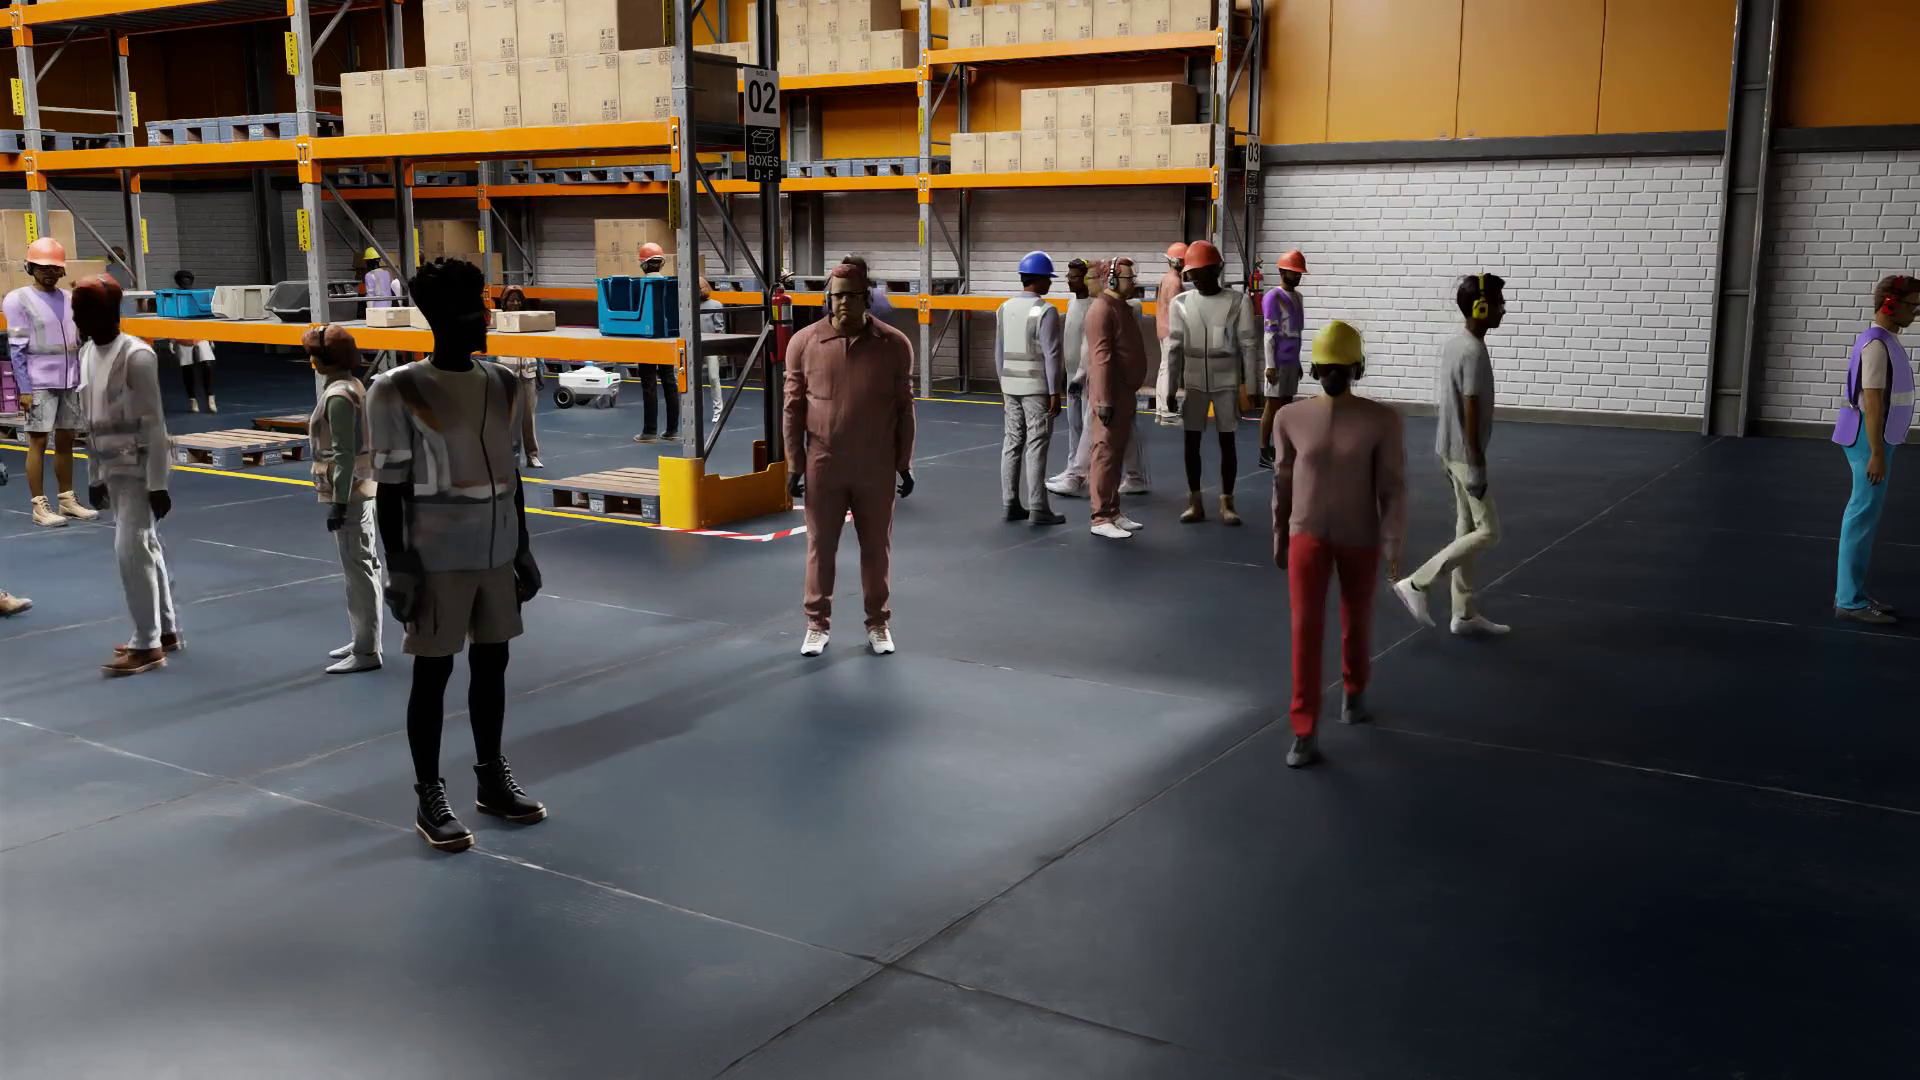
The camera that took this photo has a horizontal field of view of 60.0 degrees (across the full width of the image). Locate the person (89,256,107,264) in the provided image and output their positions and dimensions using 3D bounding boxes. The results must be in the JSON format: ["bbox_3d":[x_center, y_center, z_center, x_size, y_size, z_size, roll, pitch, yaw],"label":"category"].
[{"bbox_3d":[-13.539,-3.630,26.503,0.835,1.770,0.659,1,10,8],"label":"person"}]

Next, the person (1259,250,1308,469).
[{"bbox_3d":[2.899,-1.597,14.770,0.373,1.933,0.550,9,13,40],"label":"person"}]

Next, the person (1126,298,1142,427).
[{"bbox_3d":[1.597,-1.902,16.921,0.525,1.772,0.309,-3,11,-16],"label":"person"}]

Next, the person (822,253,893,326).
[{"bbox_3d":[-0.897,-1.347,13.442,0.655,1.910,0.859,-6,12,-31],"label":"person"}]

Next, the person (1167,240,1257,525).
[{"bbox_3d":[1.763,-1.093,11.774,0.641,2.023,0.474,4,11,23],"label":"person"}]

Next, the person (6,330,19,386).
[{"bbox_3d":[-13.042,-2.924,23.032,0.351,1.605,0.610,-1,10,-3],"label":"person"}]

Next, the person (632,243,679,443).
[{"bbox_3d":[-3.054,-1.966,16.653,0.381,1.994,0.622,10,14,43],"label":"person"}]

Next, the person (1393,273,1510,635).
[{"bbox_3d":[2.552,-0.414,8.434,0.509,1.857,0.538,1,10,6],"label":"person"}]

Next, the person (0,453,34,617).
[{"bbox_3d":[-5.446,-0.405,8.979,0.890,1.640,0.538,2,10,9],"label":"person"}]

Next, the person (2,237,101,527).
[{"bbox_3d":[-6.440,-1.118,11.836,0.395,2.039,0.606,3,11,18],"label":"person"}]

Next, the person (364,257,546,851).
[{"bbox_3d":[-1.683,0.039,5.616,0.361,1.965,0.613,7,12,34],"label":"person"}]

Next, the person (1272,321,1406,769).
[{"bbox_3d":[1.514,-0.024,6.673,0.533,1.720,0.915,3,11,18],"label":"person"}]

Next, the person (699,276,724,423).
[{"bbox_3d":[-2.870,-2.116,18.518,0.507,1.623,0.294,2,10,10],"label":"person"}]

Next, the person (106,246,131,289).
[{"bbox_3d":[-12.439,-3.386,24.674,0.635,1.937,0.352,-6,12,-31],"label":"person"}]

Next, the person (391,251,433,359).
[{"bbox_3d":[-6.202,-2.368,19.112,0.613,1.911,0.390,-3,11,-16],"label":"person"}]

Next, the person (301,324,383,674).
[{"bbox_3d":[-2.886,-0.195,7.828,0.312,1.638,0.512,-3,11,-14],"label":"person"}]

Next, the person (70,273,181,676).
[{"bbox_3d":[-3.935,-0.305,7.821,0.686,1.859,0.649,8,13,37],"label":"person"}]

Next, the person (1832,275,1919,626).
[{"bbox_3d":[4.866,-0.484,8.870,0.390,1.840,0.565,6,12,28],"label":"person"}]

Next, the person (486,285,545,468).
[{"bbox_3d":[-3.928,-1.431,14.695,0.513,1.634,0.312,-8,13,-36],"label":"person"}]

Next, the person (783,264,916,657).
[{"bbox_3d":[-0.533,-0.378,8.095,0.646,1.907,0.401,-1,10,-5],"label":"person"}]

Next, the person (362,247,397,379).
[{"bbox_3d":[-8.488,-3.300,24.267,0.402,1.919,0.588,2,11,13],"label":"person"}]

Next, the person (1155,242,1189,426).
[{"bbox_3d":[2.353,-2.256,18.259,0.397,1.992,0.621,-1,10,-3],"label":"person"}]

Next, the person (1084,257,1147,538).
[{"bbox_3d":[1.080,-0.978,11.425,0.409,1.908,0.641,3,11,19],"label":"person"}]

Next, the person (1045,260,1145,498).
[{"bbox_3d":[1.102,-1.258,13.105,0.750,1.883,0.660,0,10,-1],"label":"person"}]

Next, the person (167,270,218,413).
[{"bbox_3d":[-8.947,-2.293,19.347,0.548,1.679,0.578,-6,12,-30],"label":"person"}]

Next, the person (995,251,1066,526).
[{"bbox_3d":[0.508,-1.079,11.872,0.402,1.943,0.609,-8,13,-39],"label":"person"}]

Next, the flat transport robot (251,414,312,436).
[{"bbox_3d":[-6.450,-1.124,16.761,1.431,0.197,0.652,6,12,32],"label":"flat transport robot"}]

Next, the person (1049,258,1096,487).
[{"bbox_3d":[0.985,-1.375,13.726,0.329,1.872,0.508,-6,12,-32],"label":"person"}]

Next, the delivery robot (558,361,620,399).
[{"bbox_3d":[-4.476,-1.917,20.109,0.707,0.478,0.477,3,11,14],"label":"delivery robot"}]
